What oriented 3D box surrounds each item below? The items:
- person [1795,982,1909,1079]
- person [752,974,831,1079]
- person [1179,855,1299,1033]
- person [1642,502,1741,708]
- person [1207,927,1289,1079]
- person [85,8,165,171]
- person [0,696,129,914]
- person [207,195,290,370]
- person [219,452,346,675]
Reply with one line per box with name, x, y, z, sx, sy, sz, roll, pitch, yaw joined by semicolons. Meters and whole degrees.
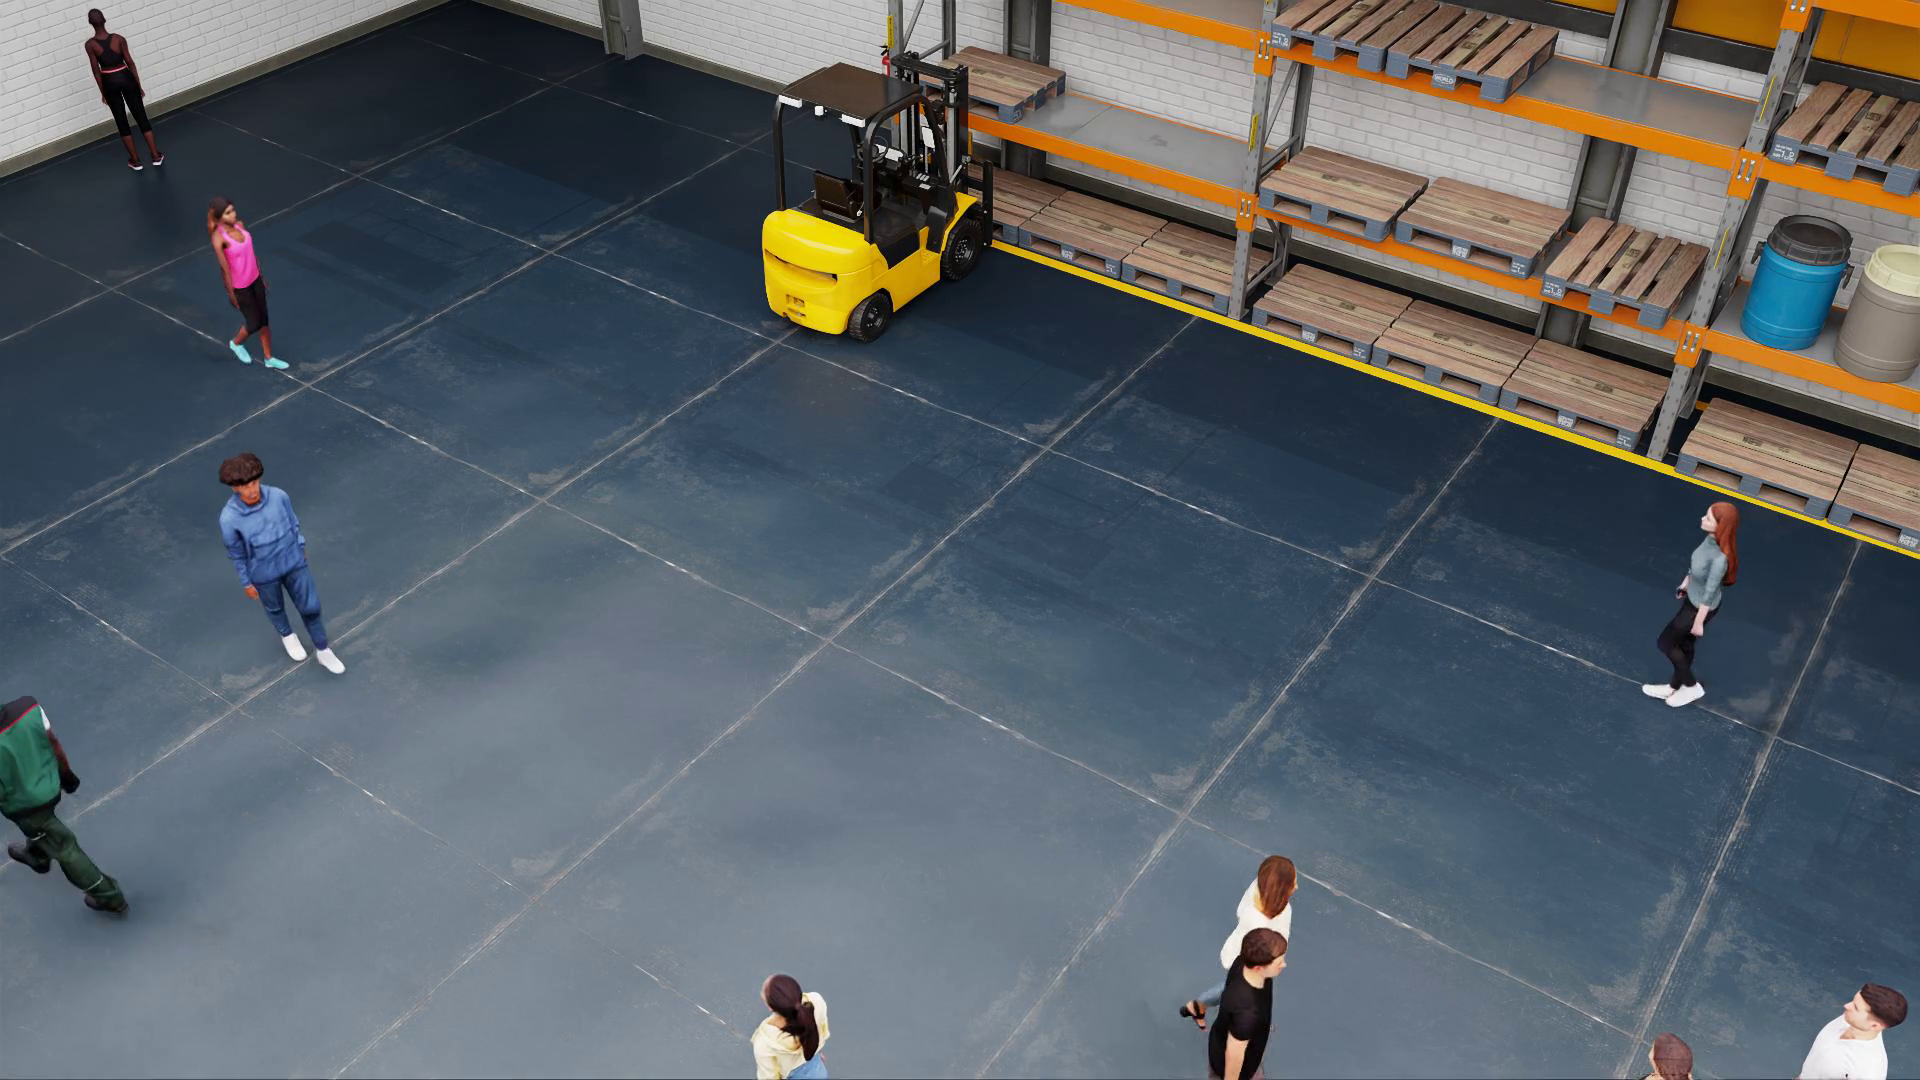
person;4.285;2.811;8.248;0.679;1.868;0.684;12;40;14
person;-0.849;2.752;8.512;0.580;1.631;0.652;28;46;30
person;1.511;2.269;9.091;0.853;1.662;0.778;13;40;16
person;5.088;0.472;11.283;0.682;1.734;0.648;16;41;19
person;1.342;2.594;8.532;0.849;1.851;0.829;8;39;9
person;-9.071;-4.873;17.957;0.663;1.758;0.664;-21;43;-24
person;-5.453;1.559;9.880;1.279;1.788;0.894;14;41;16
person;-6.406;-2.283;14.750;0.815;1.712;0.666;13;40;15
person;-4.856;0.118;11.681;0.826;1.790;0.969;-27;46;-30
